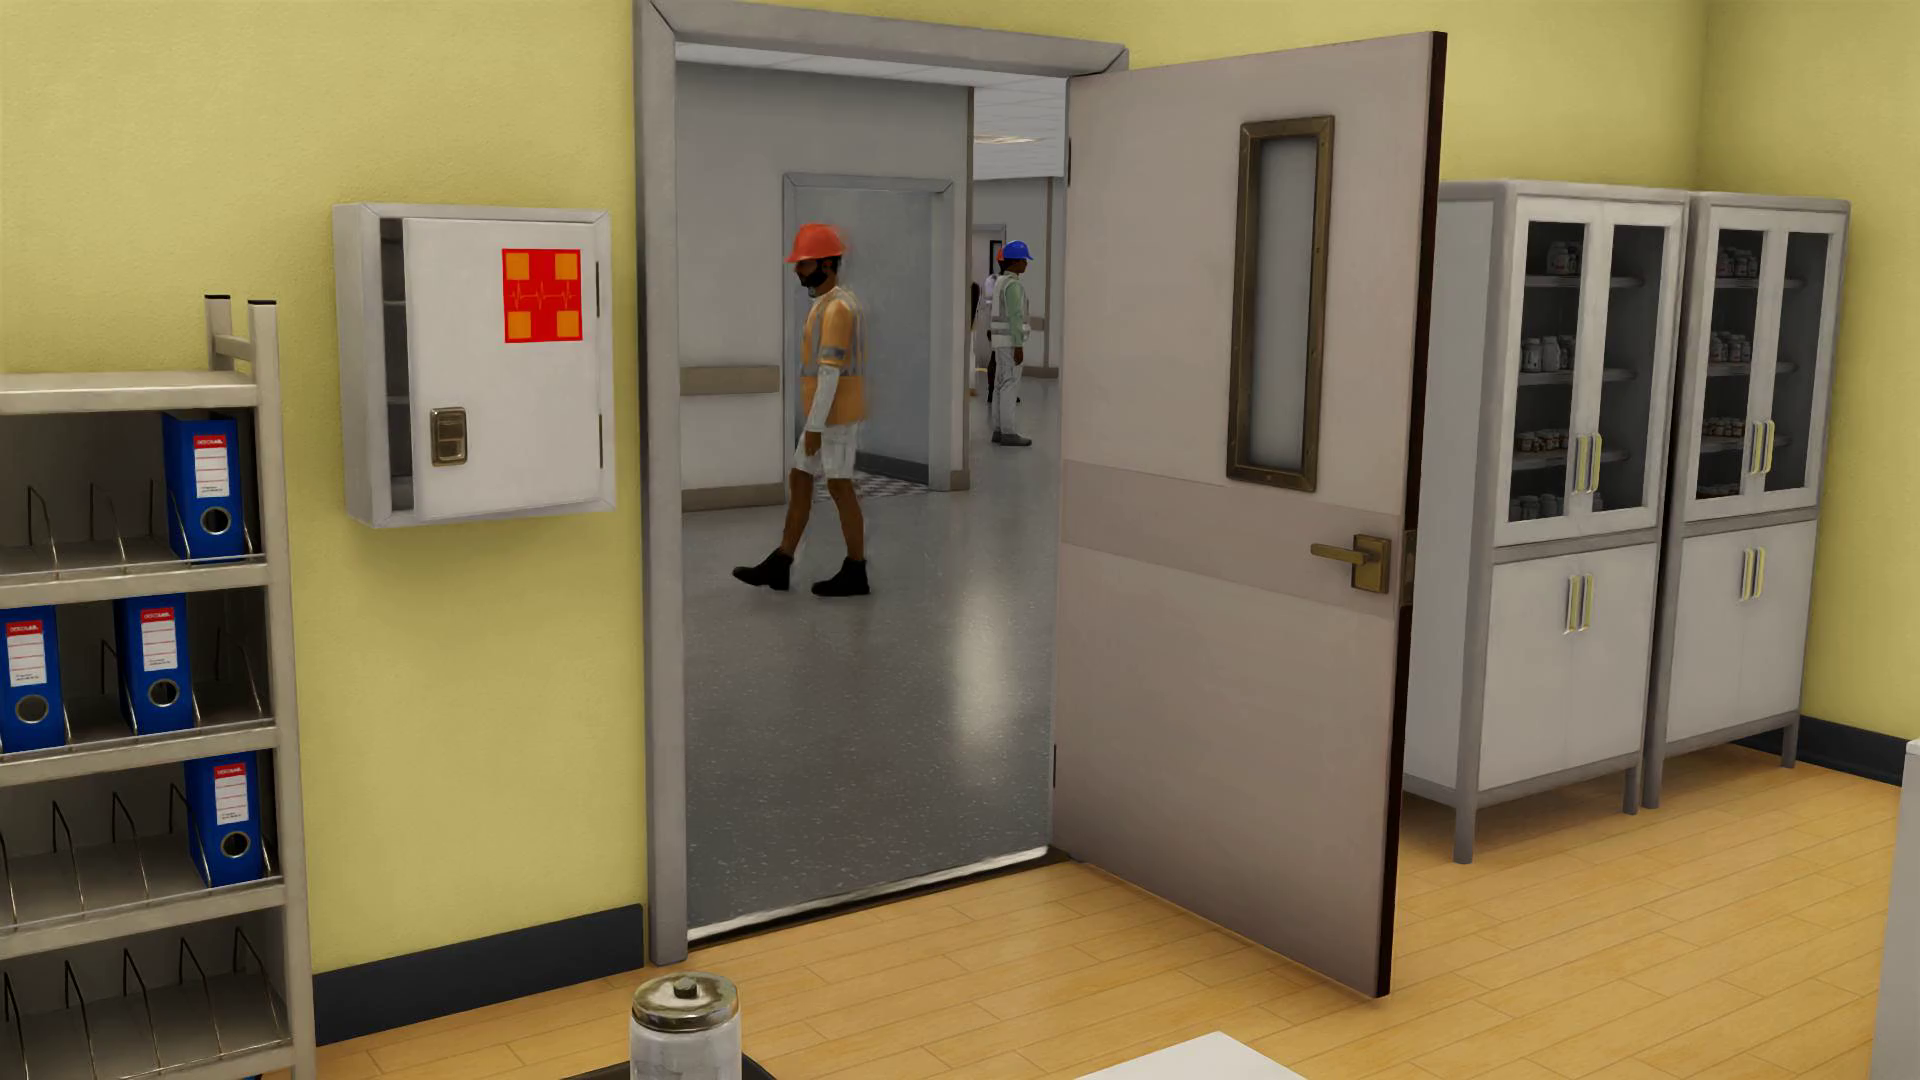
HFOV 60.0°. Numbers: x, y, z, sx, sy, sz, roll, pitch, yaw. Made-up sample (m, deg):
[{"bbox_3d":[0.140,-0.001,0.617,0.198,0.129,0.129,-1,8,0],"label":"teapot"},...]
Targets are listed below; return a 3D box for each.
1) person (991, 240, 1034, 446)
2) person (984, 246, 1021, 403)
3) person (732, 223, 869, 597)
[{"bbox_3d":[0.489,-1.871,15.857,0.393,1.946,0.617,-1,10,-13],"label":"person"},{"bbox_3d":[0.558,-2.663,20.628,0.551,1.936,0.357,-7,12,-39],"label":"person"},{"bbox_3d":[-0.804,-0.640,8.481,0.765,1.913,0.573,-2,10,-14],"label":"person"}]
